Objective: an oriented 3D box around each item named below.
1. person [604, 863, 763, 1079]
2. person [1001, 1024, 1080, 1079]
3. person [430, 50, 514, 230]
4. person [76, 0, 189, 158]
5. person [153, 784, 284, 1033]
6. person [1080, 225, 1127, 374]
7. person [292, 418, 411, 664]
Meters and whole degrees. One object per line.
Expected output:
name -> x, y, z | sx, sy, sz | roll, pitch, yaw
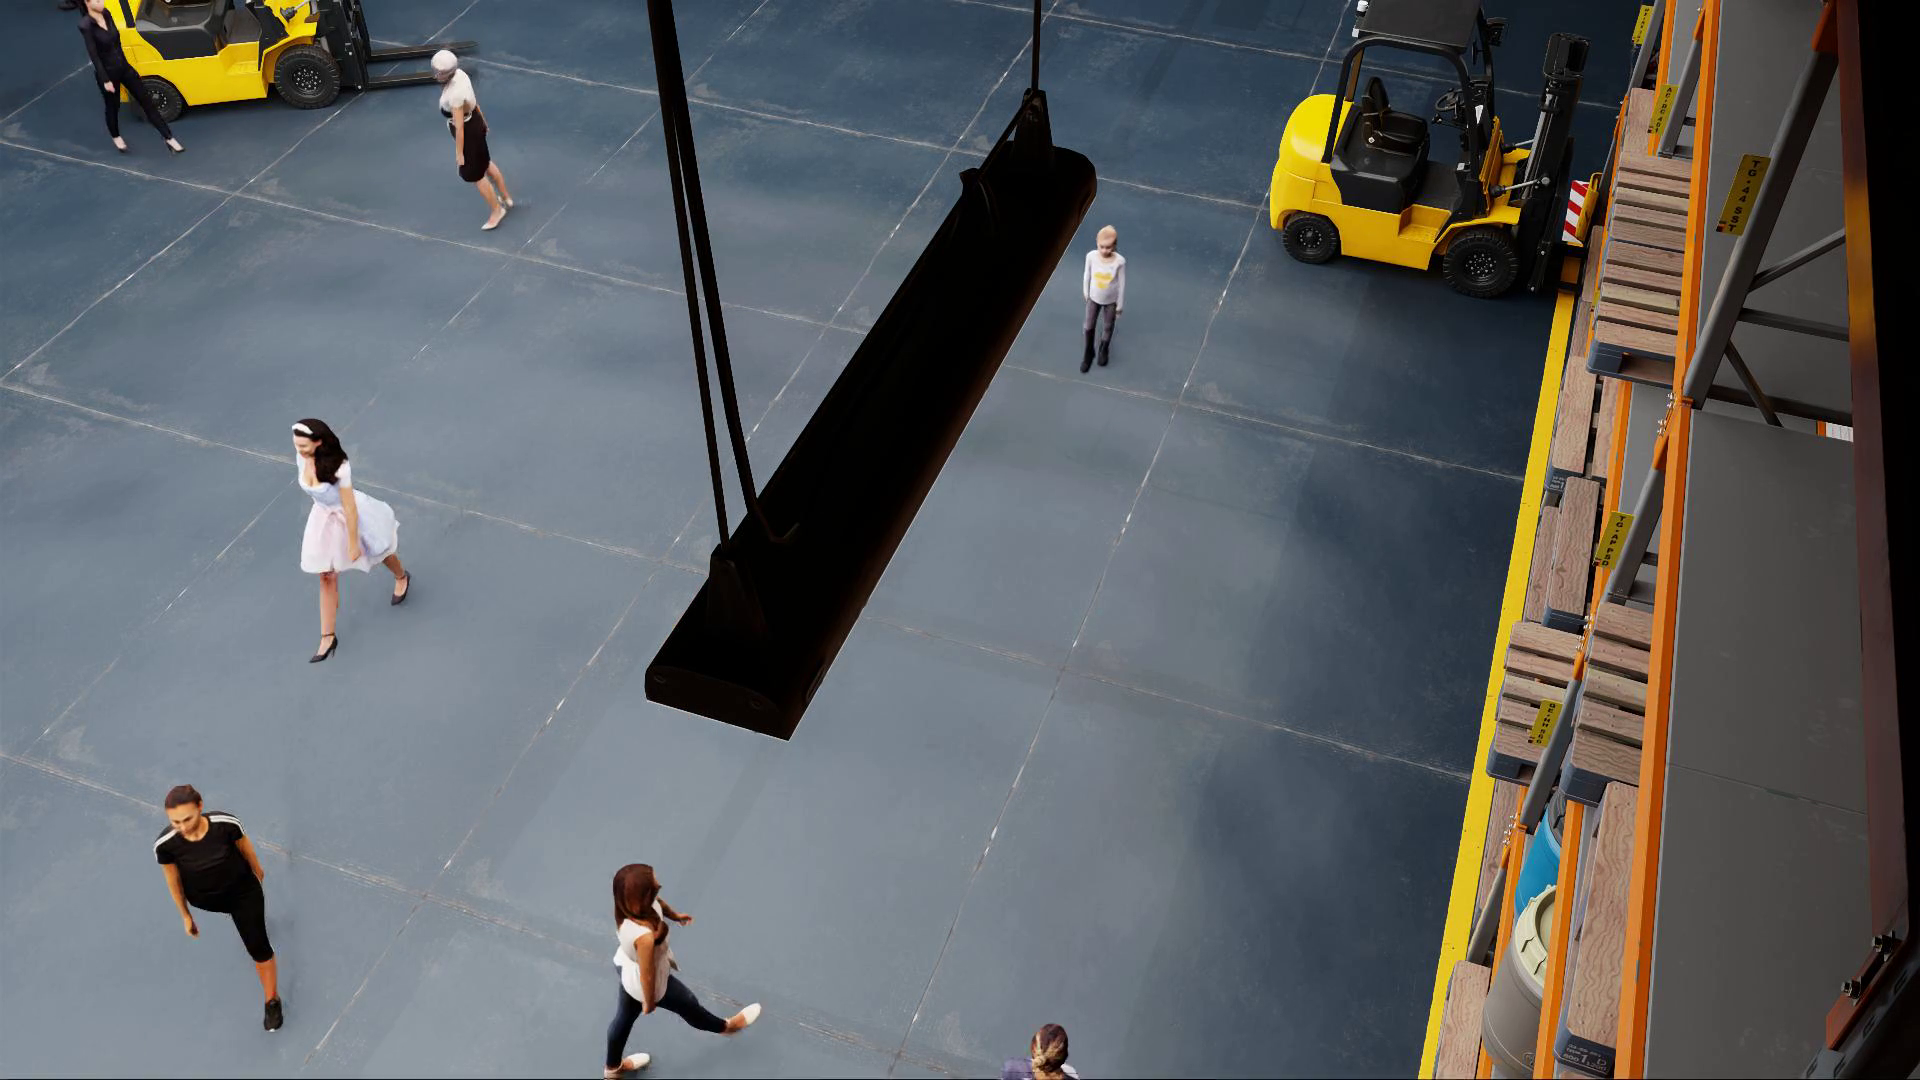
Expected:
person -> -1.678, 2.222, 8.396 | 1.161, 1.739, 1.069 | -21, 47, -21
person -> 0.369, 2.839, 7.847 | 0.594, 1.603, 0.919 | 16, 46, 16
person -> -4.170, -3.478, 14.391 | 0.914, 1.722, 0.734 | 6, 44, 7
person -> -7.821, -4.262, 15.261 | 0.684, 1.657, 0.985 | 14, 45, 14
person -> -3.957, 1.800, 8.920 | 1.012, 1.626, 1.156 | -12, 45, -12
person -> 1.147, -1.949, 13.116 | 0.523, 1.267, 0.597 | 7, 44, 8
person -> -3.929, -0.130, 10.846 | 0.644, 1.764, 1.184 | 15, 46, 16
